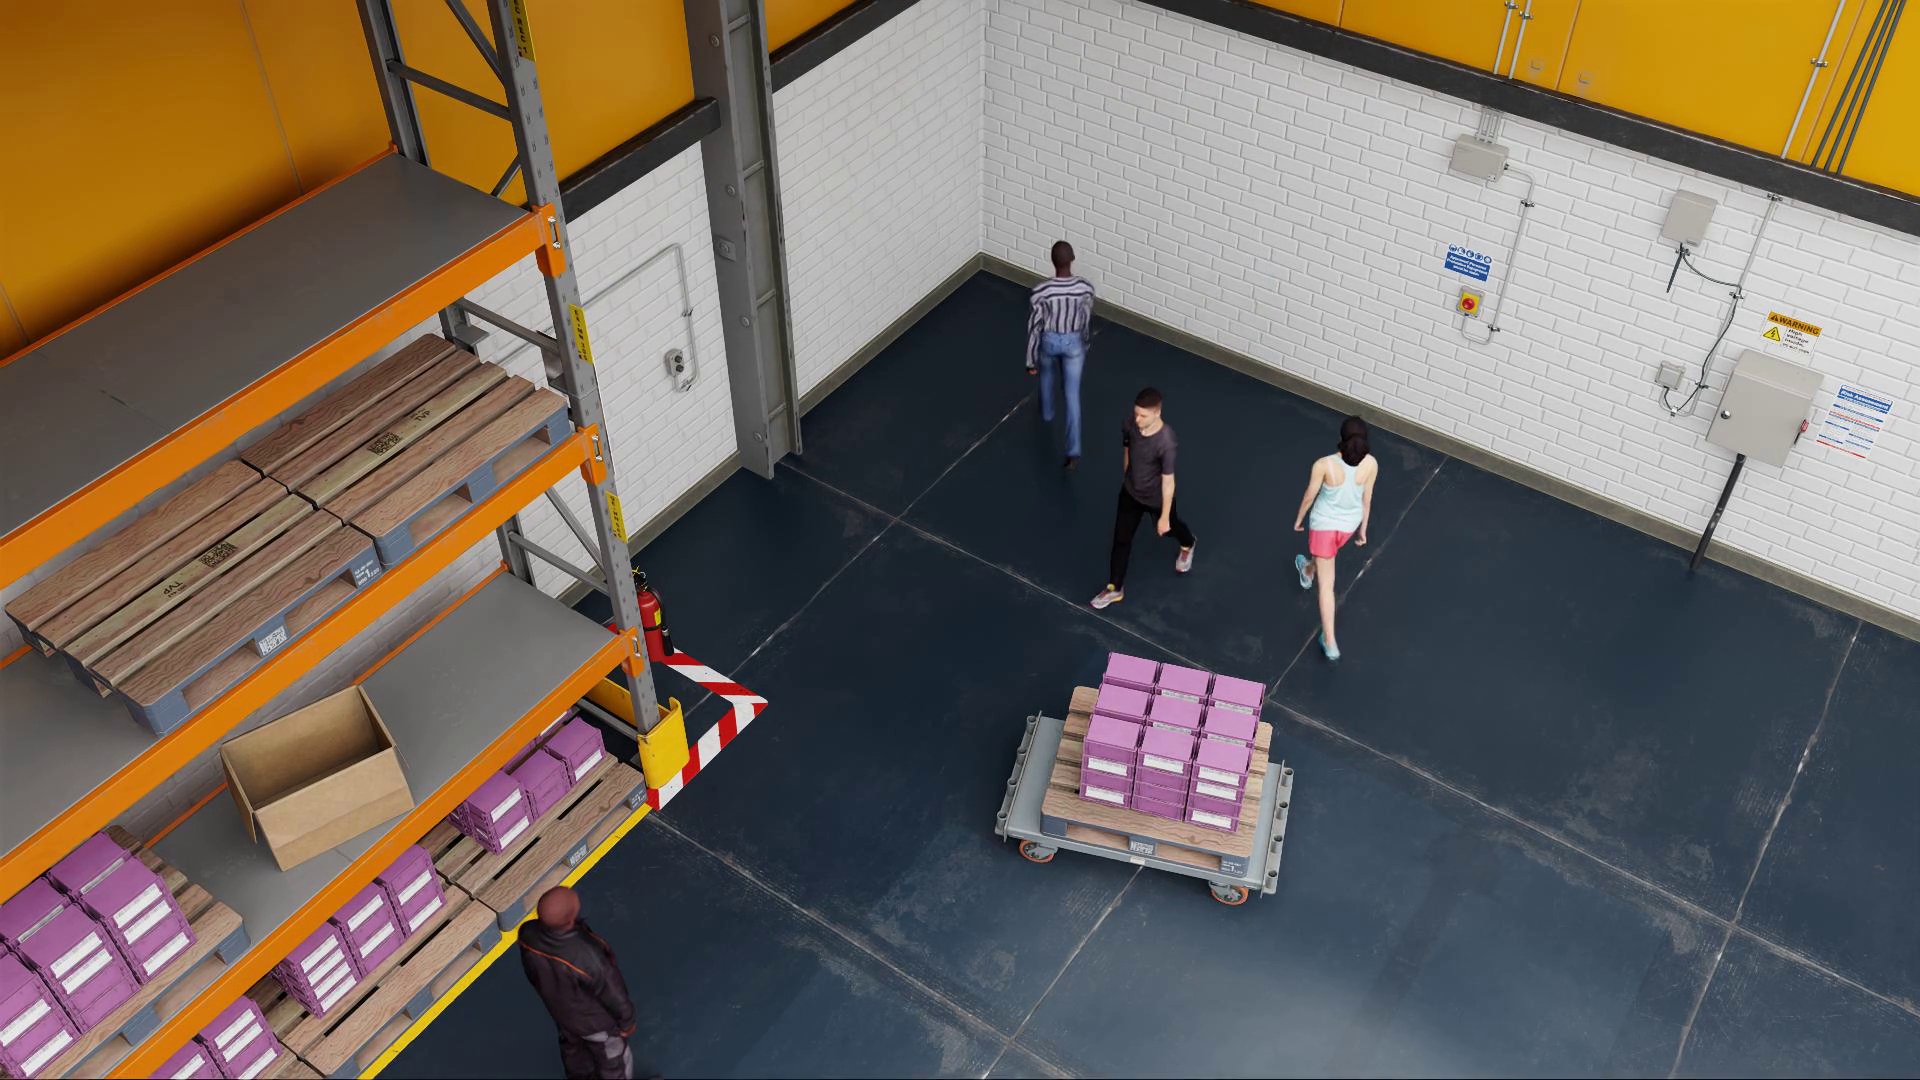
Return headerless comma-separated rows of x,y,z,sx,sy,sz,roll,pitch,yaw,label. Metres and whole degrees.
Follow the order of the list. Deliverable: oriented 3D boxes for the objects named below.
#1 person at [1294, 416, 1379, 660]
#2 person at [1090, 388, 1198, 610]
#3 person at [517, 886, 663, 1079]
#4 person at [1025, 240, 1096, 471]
2.412,-0.015,10.685,1.128,1.717,1.248,-3,44,-3,person
1.314,-0.336,11.015,1.243,1.727,0.856,-34,53,-30,person
-1.862,2.290,8.189,0.744,1.824,0.659,17,46,17,person
0.756,-1.296,12.007,1.117,1.749,1.224,-4,44,-4,person
